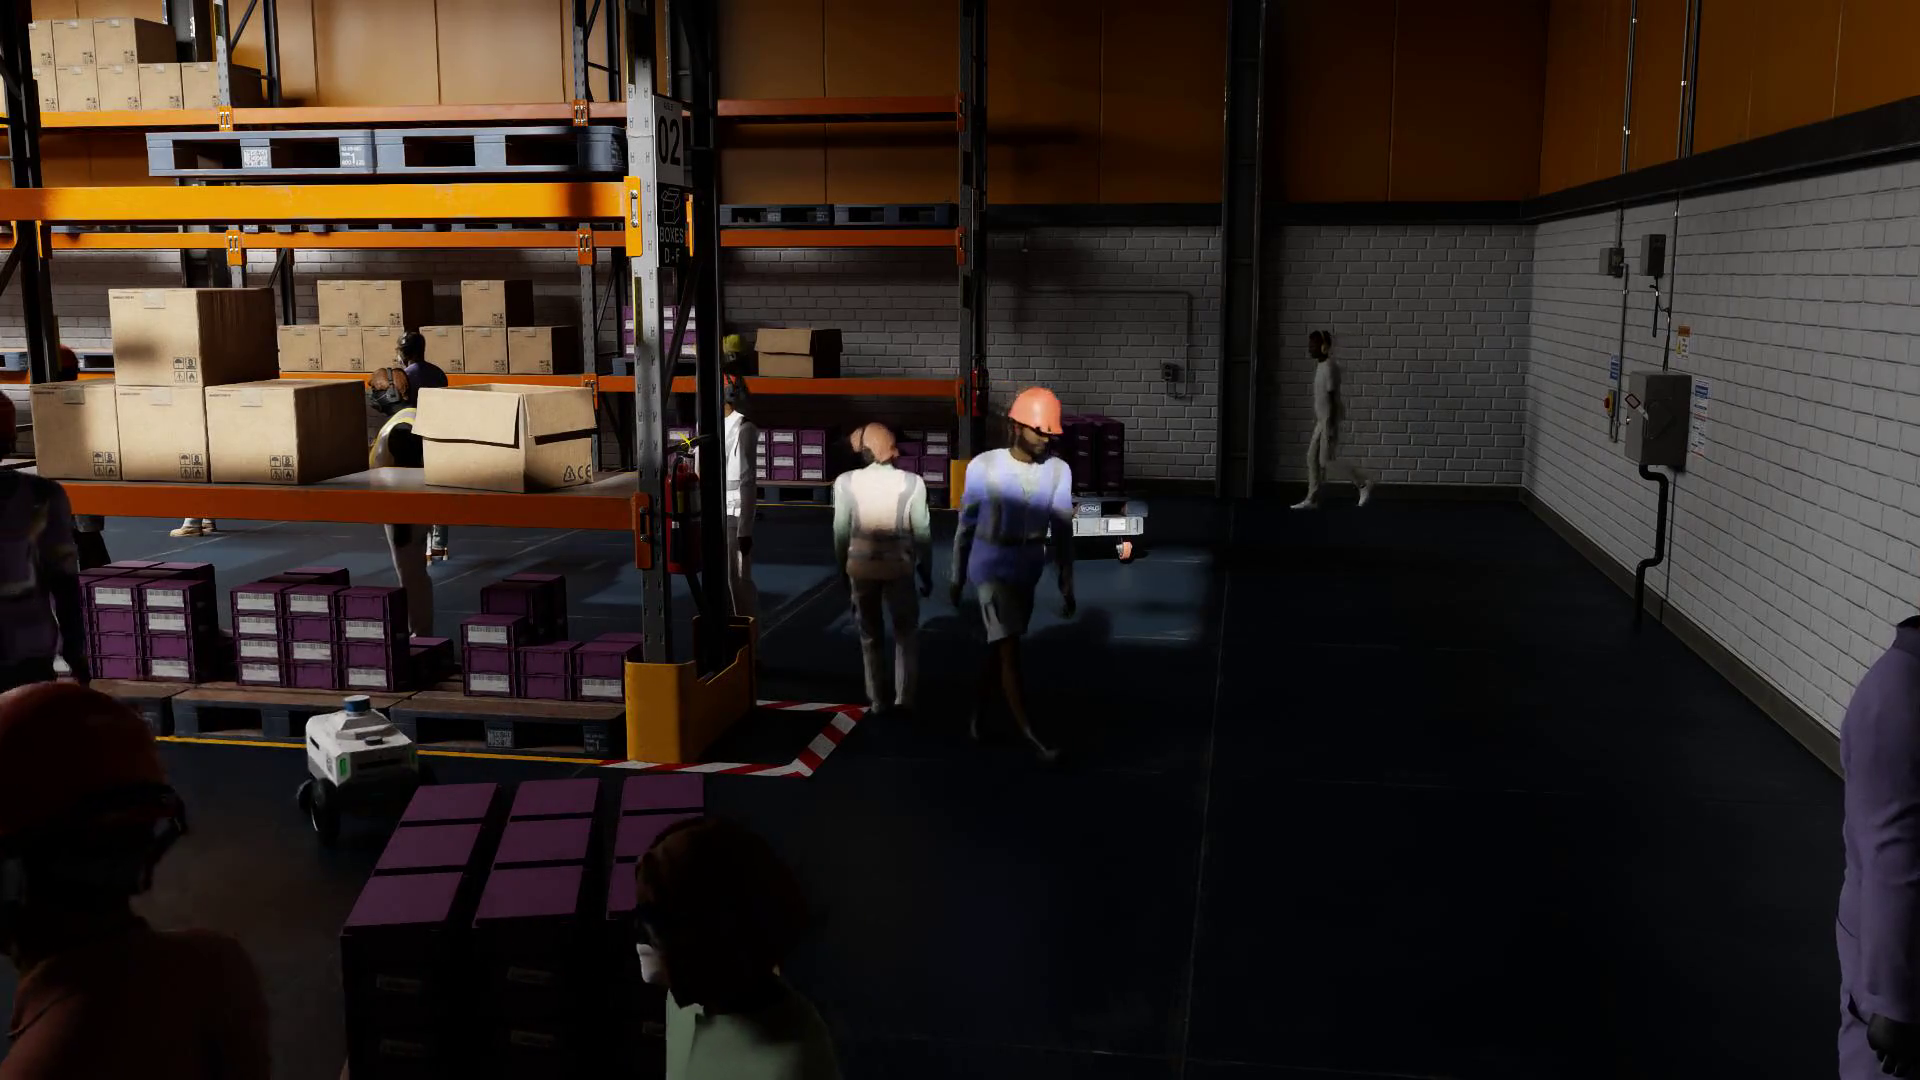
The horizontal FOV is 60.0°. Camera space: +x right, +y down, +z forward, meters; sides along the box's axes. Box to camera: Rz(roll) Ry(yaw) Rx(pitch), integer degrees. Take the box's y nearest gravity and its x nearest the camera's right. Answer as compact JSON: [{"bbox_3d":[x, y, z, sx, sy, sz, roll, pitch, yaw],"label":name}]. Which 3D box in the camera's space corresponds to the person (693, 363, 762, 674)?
[{"bbox_3d":[-1.393,-0.113,9.912,0.351,1.878,0.569,-7,11,-37],"label":"person"}]

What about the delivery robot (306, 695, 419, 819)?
[{"bbox_3d":[-2.621,0.921,7.274,0.477,0.478,0.707,-6,11,-32],"label":"delivery robot"}]

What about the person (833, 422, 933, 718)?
[{"bbox_3d":[-0.411,0.170,8.922,0.548,1.620,0.408,1,9,5],"label":"person"}]

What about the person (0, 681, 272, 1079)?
[{"bbox_3d":[-1.009,1.127,2.032,1.063,1.931,0.630,0,9,0],"label":"person"}]

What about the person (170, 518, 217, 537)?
[{"bbox_3d":[-7.051,-0.948,15.184,0.429,1.845,0.621,1,9,4],"label":"person"}]

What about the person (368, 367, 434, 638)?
[{"bbox_3d":[-3.432,-0.142,10.216,0.429,1.837,0.626,-4,10,-22],"label":"person"}]

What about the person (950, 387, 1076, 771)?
[{"bbox_3d":[0.277,0.174,8.182,0.549,1.848,1.051,-5,10,-26],"label":"person"}]

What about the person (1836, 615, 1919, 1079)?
[{"bbox_3d":[2.093,0.895,3.556,0.401,1.904,0.649,8,12,40],"label":"person"}]

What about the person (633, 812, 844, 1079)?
[{"bbox_3d":[-0.331,1.204,2.513,0.353,1.615,0.527,-5,11,-30],"label":"person"}]

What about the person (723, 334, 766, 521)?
[{"bbox_3d":[-2.215,-1.071,16.011,0.580,1.818,0.609,0,9,-2],"label":"person"}]

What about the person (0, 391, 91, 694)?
[{"bbox_3d":[-3.623,0.413,6.230,0.609,2.018,0.530,-7,11,-37],"label":"person"}]

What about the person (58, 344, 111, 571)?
[{"bbox_3d":[-6.066,-0.378,11.385,0.388,1.926,0.546,-9,13,-43],"label":"person"}]

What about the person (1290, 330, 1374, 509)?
[{"bbox_3d":[3.768,-1.198,16.773,0.726,1.838,0.572,0,9,2],"label":"person"}]

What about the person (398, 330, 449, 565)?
[{"bbox_3d":[-4.452,-0.756,13.696,0.372,1.939,0.631,3,10,16],"label":"person"}]
